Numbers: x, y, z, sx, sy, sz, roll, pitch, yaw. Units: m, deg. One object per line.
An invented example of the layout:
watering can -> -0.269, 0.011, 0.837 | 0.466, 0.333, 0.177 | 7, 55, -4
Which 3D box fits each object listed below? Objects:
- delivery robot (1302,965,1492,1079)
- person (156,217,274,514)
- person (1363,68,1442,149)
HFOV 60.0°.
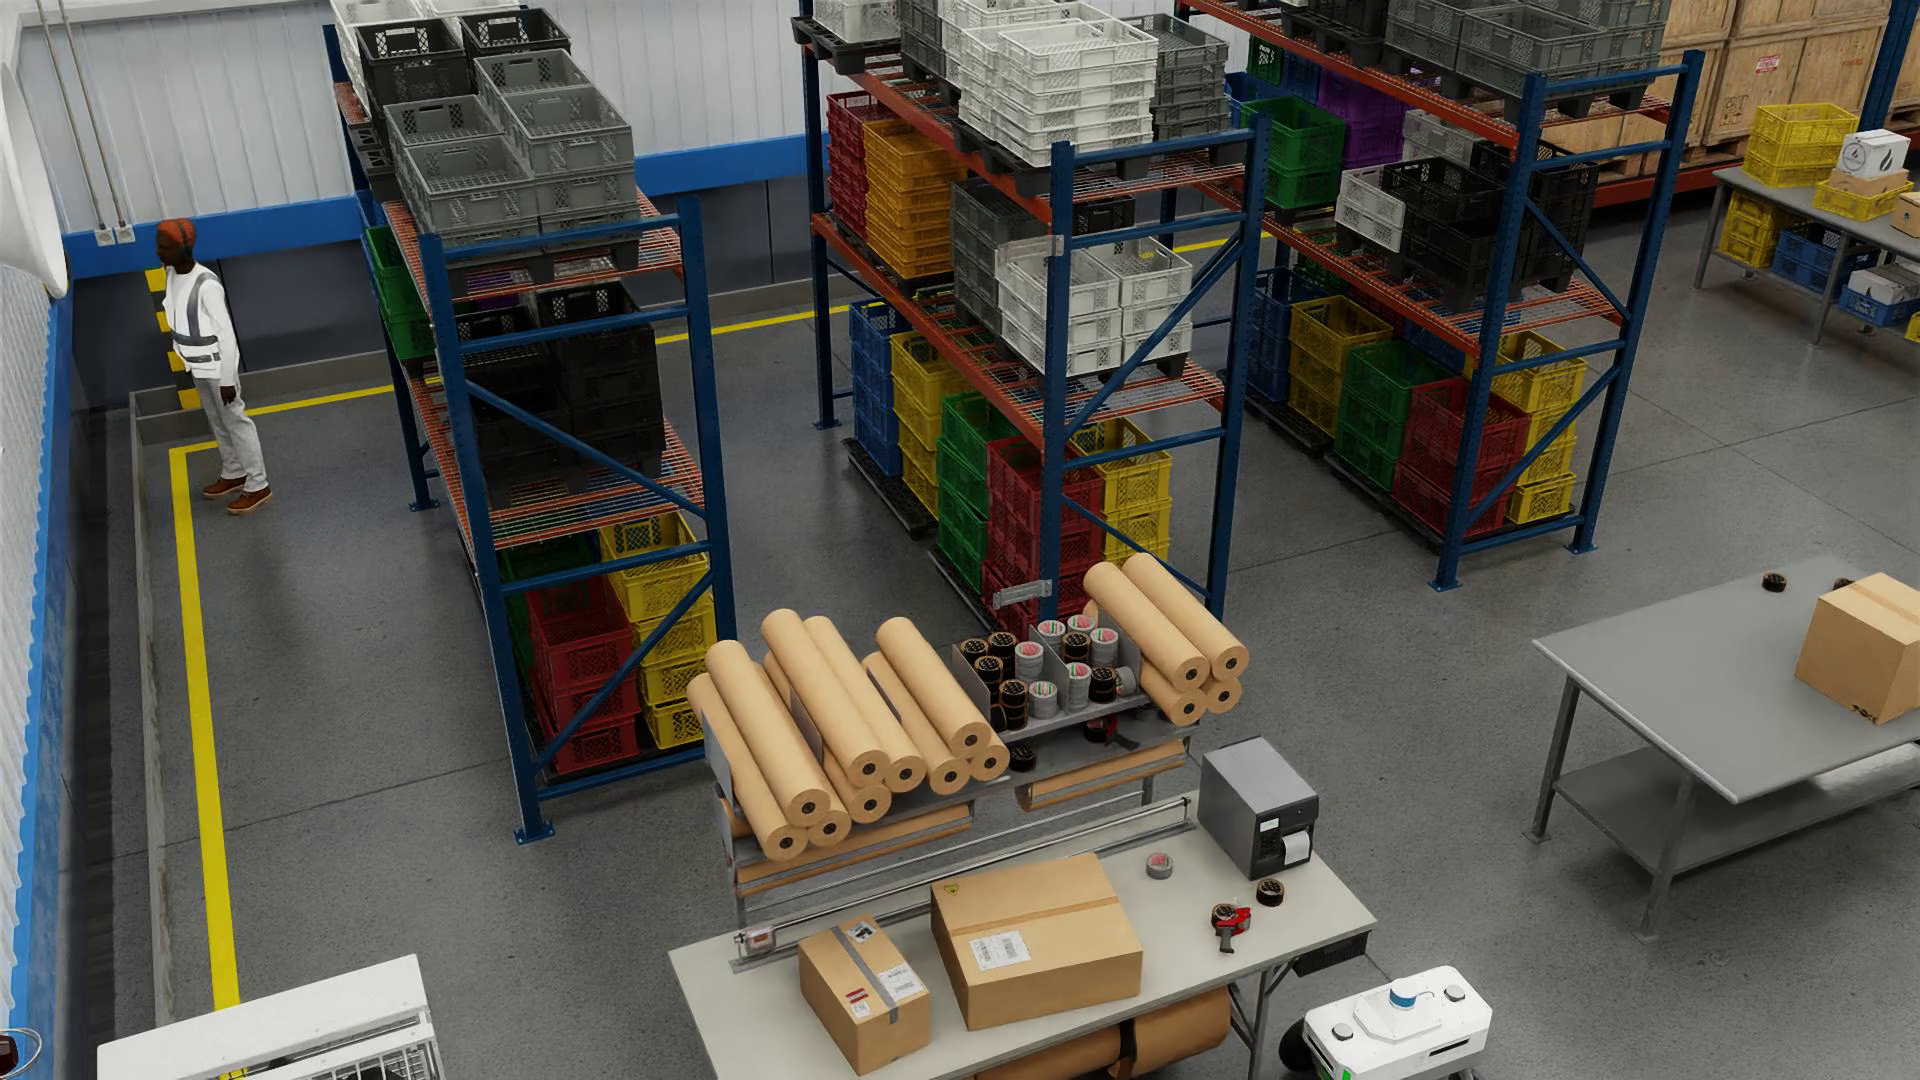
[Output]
delivery robot -> 1.700, 1.915, 6.480 | 0.707, 0.478, 0.477 | -12, 34, -19
person -> -4.578, -1.061, 10.140 | 0.576, 1.884, 0.354 | 25, 40, 35
person -> 3.625, -3.362, 13.837 | 0.374, 1.933, 0.625 | -27, 41, -37
